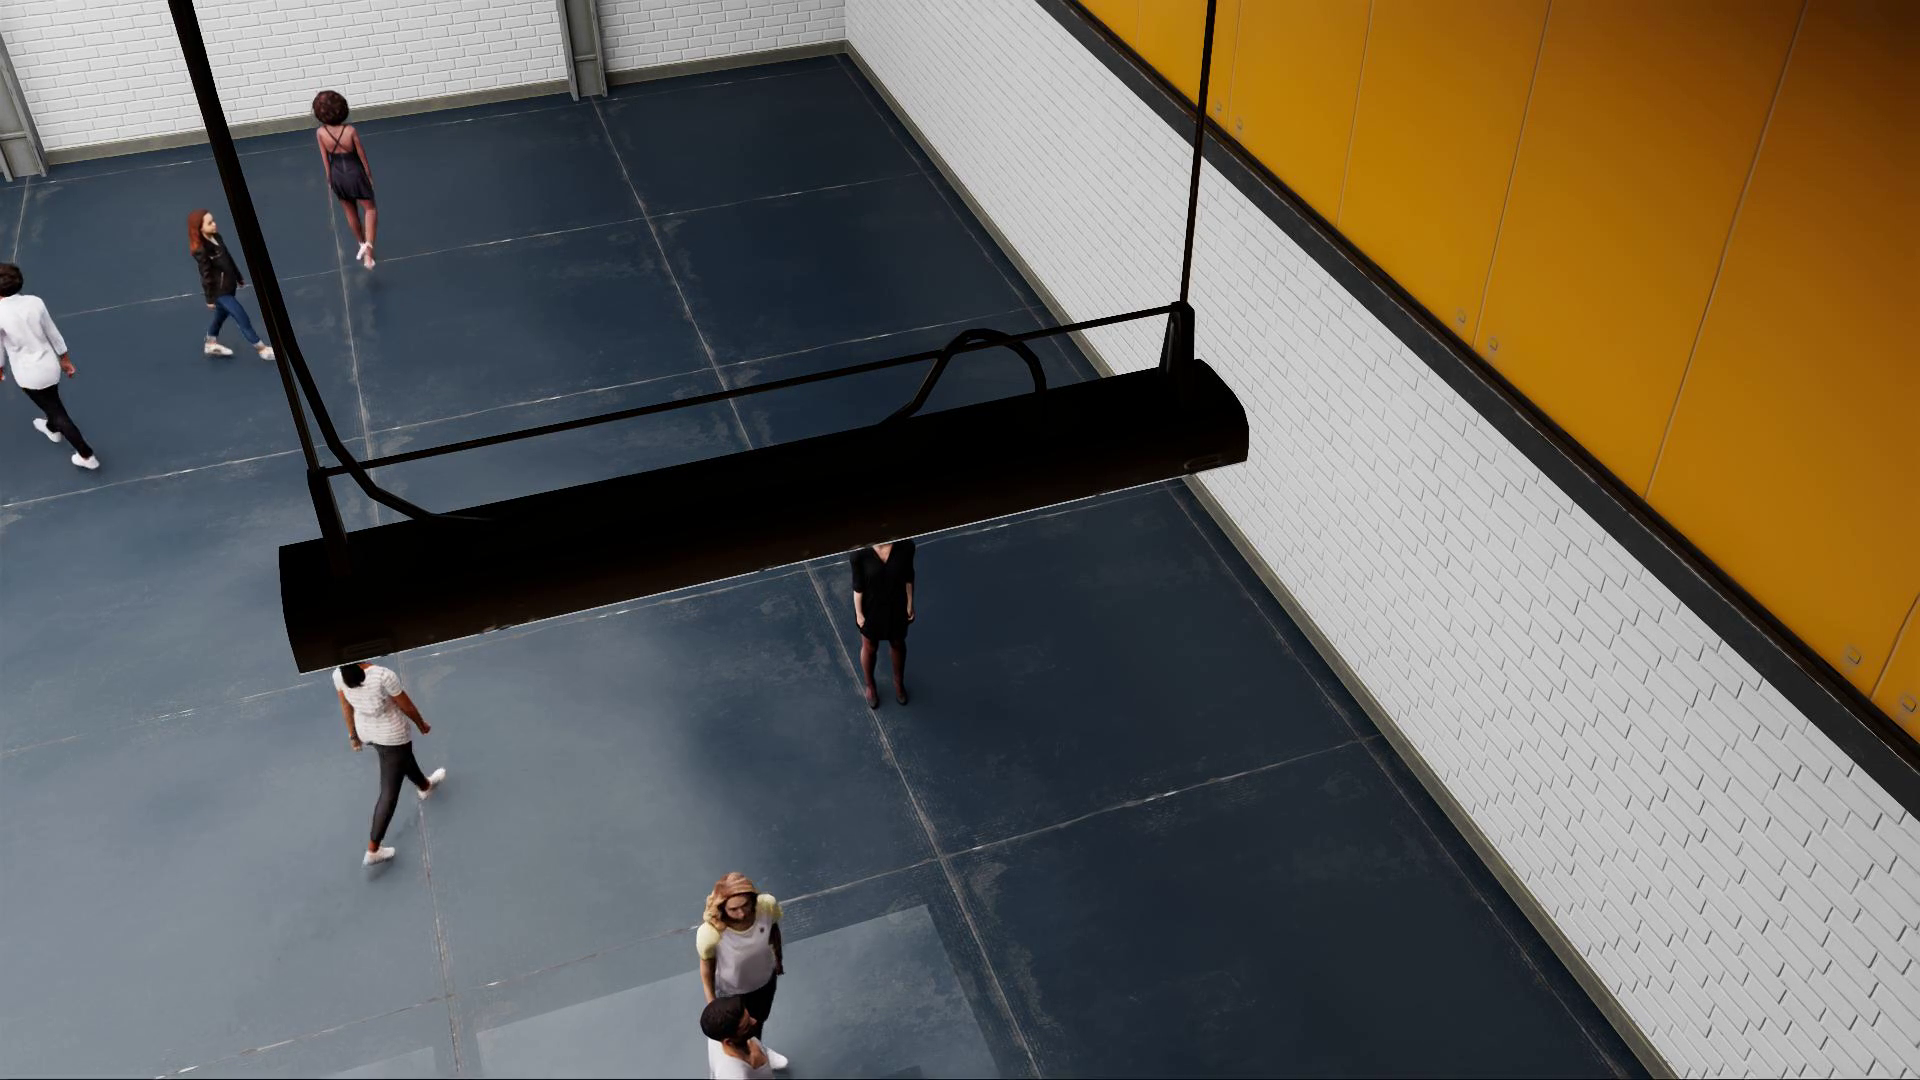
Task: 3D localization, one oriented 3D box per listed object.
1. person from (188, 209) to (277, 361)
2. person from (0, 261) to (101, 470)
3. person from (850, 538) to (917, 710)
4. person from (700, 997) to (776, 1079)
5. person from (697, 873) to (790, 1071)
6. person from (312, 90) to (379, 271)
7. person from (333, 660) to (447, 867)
[{"bbox_3d":[-6.473,-2.185,14.432,1.032,1.447,0.772,-1,39,-1],"label":"person"},{"bbox_3d":[-7.221,-1.320,13.099,1.125,1.759,1.110,20,43,23],"label":"person"},{"bbox_3d":[-0.501,0.432,10.952,0.458,1.701,0.652,-10,40,-13],"label":"person"},{"bbox_3d":[-1.025,2.770,7.899,0.547,1.856,0.664,-13,40,-15],"label":"person"},{"bbox_3d":[-1.139,2.274,8.635,0.622,1.712,0.762,-28,46,-30],"label":"person"},{"bbox_3d":[-5.723,-3.323,15.595,0.898,1.774,0.760,-4,39,-5],"label":"person"},{"bbox_3d":[-3.512,1.241,10.018,1.101,1.602,1.105,14,41,17],"label":"person"}]
